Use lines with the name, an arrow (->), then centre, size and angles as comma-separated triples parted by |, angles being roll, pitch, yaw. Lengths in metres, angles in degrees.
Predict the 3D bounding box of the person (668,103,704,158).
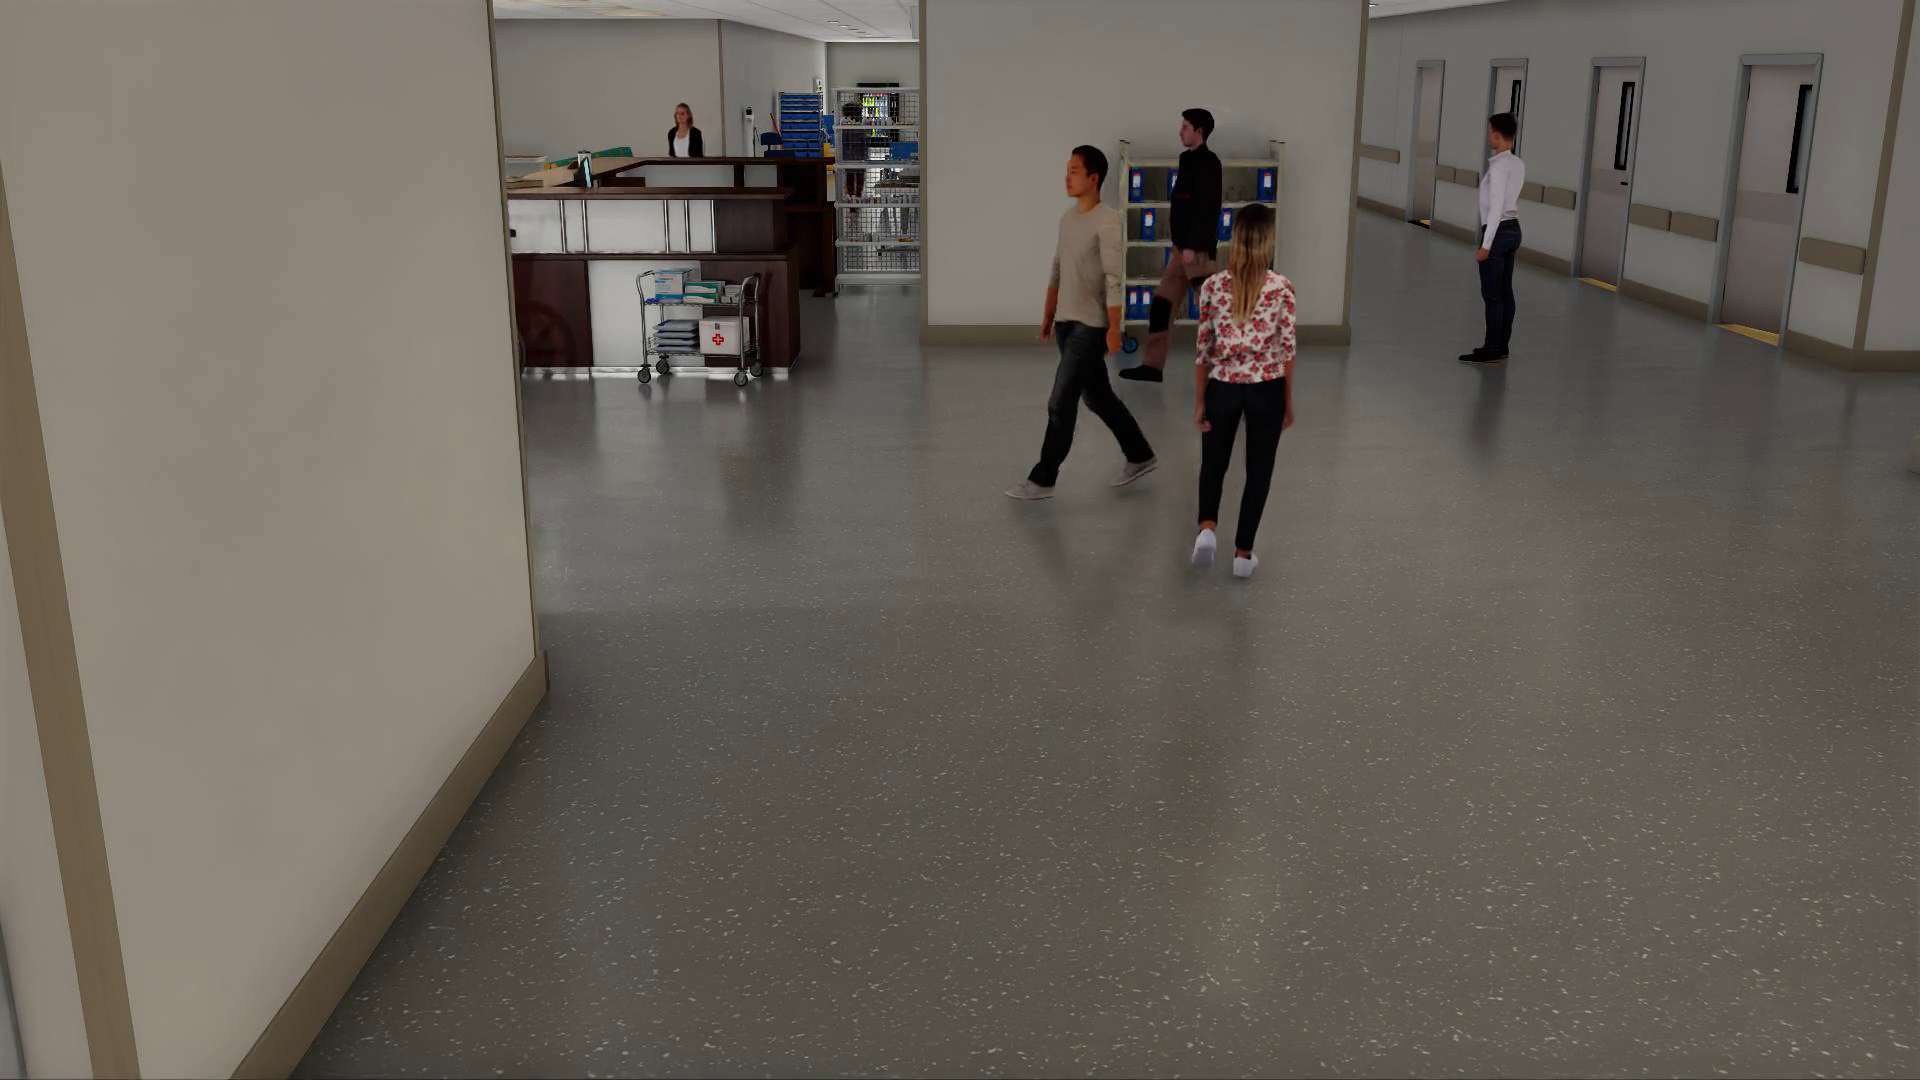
person -> -3.258, -4.351, 20.117 | 1.026, 1.781, 0.855 | 4, 16, 13

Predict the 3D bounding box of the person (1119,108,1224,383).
person -> 1.721, -2.002, 11.588 | 1.292, 1.888, 0.888 | -4, 16, -13

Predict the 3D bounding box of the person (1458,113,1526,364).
person -> 4.126, -2.303, 12.688 | 0.774, 1.871, 0.726 | 13, 20, 38

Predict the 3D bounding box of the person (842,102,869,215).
person -> -1.650, -5.911, 25.798 | 0.616, 1.700, 0.660 | 0, 16, 0

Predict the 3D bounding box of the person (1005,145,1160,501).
person -> 0.725, -1.081, 8.541 | 1.247, 1.769, 0.991 | -7, 17, -24

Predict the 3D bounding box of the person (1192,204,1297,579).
person -> 1.203, -0.597, 7.102 | 0.758, 1.617, 0.762 | 5, 17, 18
